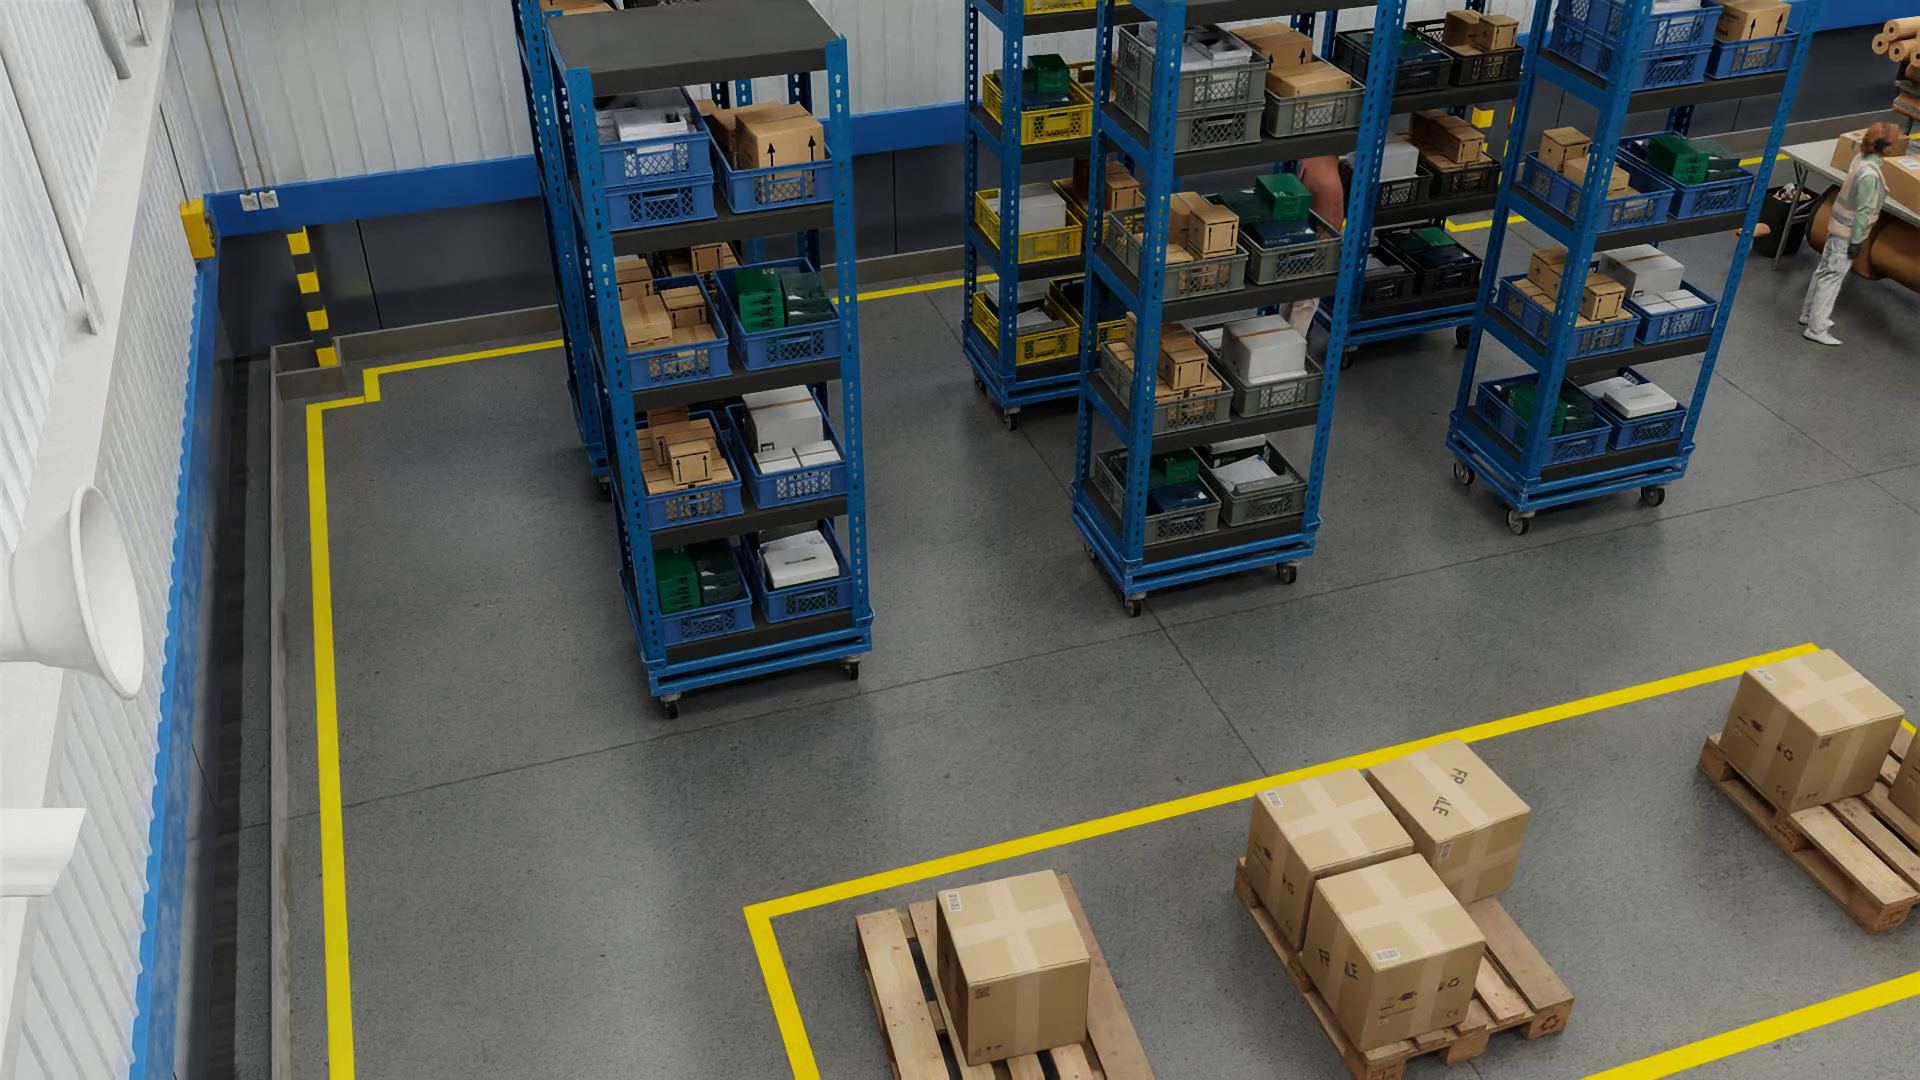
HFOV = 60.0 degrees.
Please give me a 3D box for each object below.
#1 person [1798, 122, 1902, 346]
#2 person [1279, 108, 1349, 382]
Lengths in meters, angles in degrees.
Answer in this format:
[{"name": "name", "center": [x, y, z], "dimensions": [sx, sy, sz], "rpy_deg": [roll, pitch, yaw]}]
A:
[{"name": "person", "center": [6.416, -2.219, 12.001], "dimensions": [0.310, 1.638, 0.522], "rpy_deg": [10, 36, 14]}, {"name": "person", "center": [2.448, -2.006, 11.404], "dimensions": [0.411, 1.987, 0.621], "rpy_deg": [-1, 35, -2]}]
